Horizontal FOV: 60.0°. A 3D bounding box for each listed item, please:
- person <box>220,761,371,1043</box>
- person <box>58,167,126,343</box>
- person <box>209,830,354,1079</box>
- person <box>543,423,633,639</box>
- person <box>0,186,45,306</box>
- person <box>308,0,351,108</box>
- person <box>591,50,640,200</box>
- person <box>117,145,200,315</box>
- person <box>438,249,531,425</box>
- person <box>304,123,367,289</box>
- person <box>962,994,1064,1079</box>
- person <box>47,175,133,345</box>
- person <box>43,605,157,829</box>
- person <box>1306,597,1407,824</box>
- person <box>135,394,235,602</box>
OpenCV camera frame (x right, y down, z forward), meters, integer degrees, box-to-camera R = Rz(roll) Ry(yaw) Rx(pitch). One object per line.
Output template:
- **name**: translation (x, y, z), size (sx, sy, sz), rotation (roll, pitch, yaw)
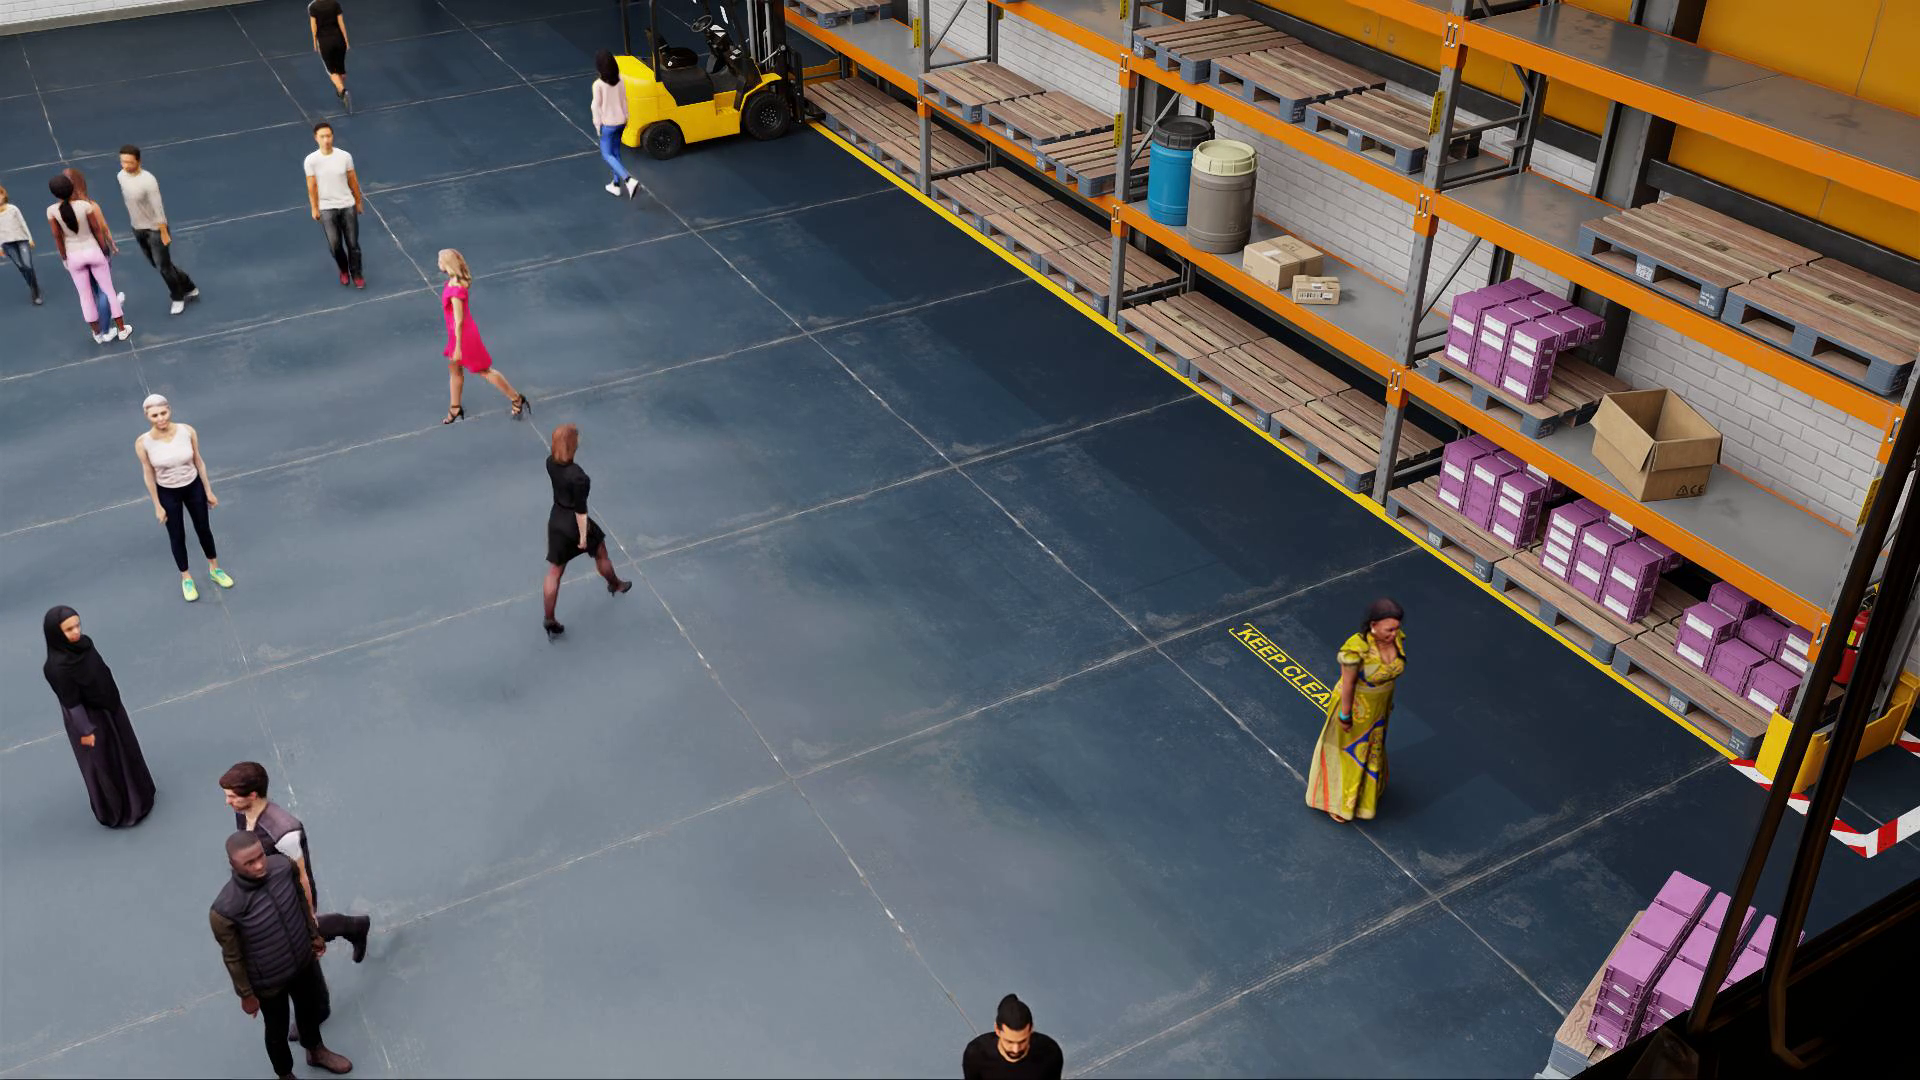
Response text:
- **person**: translation (-3.639, 1.899, 9.178), size (1.015, 1.828, 0.949), rotation (22, 39, 29)
- **person**: translation (-8.545, -2.759, 16.321), size (0.917, 1.679, 1.101), rotation (1, 34, 1)
- **person**: translation (-3.565, 2.213, 8.698), size (0.783, 1.836, 0.780), rotation (15, 36, 21)
- **person**: translation (-2.921, -0.029, 12.243), size (1.114, 1.646, 0.948), rotation (23, 40, 30)
- **person**: translation (-9.733, -3.082, 17.152), size (0.535, 1.296, 0.691), rotation (-12, 35, -17)
- **person**: translation (-8.342, -6.585, 22.102), size (0.637, 1.651, 0.994), rotation (-20, 38, -27)
- **person**: translation (-3.993, -4.787, 19.307), size (0.806, 1.751, 1.044), rotation (-29, 43, -36)
- **person**: translation (-8.171, -3.163, 16.840), size (0.821, 1.777, 0.900), rotation (23, 40, 31)
- **person**: translation (-4.317, -1.792, 14.859), size (0.820, 1.686, 1.018), rotation (-8, 34, -12)
- **person**: translation (-6.495, -3.494, 17.322), size (0.655, 1.794, 0.626), rotation (-17, 37, -24)
- **person**: translation (0.246, 2.790, 7.903), size (0.697, 1.756, 0.692), rotation (-2, 34, -2)
- **person**: translation (-8.551, -2.755, 16.262), size (0.596, 1.737, 0.552), rotation (-13, 36, -19)
- **person**: translation (-5.523, 1.097, 10.577), size (0.774, 1.615, 0.685), rotation (1, 34, 1)
- **person**: translation (2.575, 1.048, 10.609), size (0.888, 1.660, 0.817), rotation (-23, 40, -31)
- **person**: translation (-5.944, -0.356, 12.684), size (0.630, 1.702, 0.578), rotation (-24, 40, -31)
